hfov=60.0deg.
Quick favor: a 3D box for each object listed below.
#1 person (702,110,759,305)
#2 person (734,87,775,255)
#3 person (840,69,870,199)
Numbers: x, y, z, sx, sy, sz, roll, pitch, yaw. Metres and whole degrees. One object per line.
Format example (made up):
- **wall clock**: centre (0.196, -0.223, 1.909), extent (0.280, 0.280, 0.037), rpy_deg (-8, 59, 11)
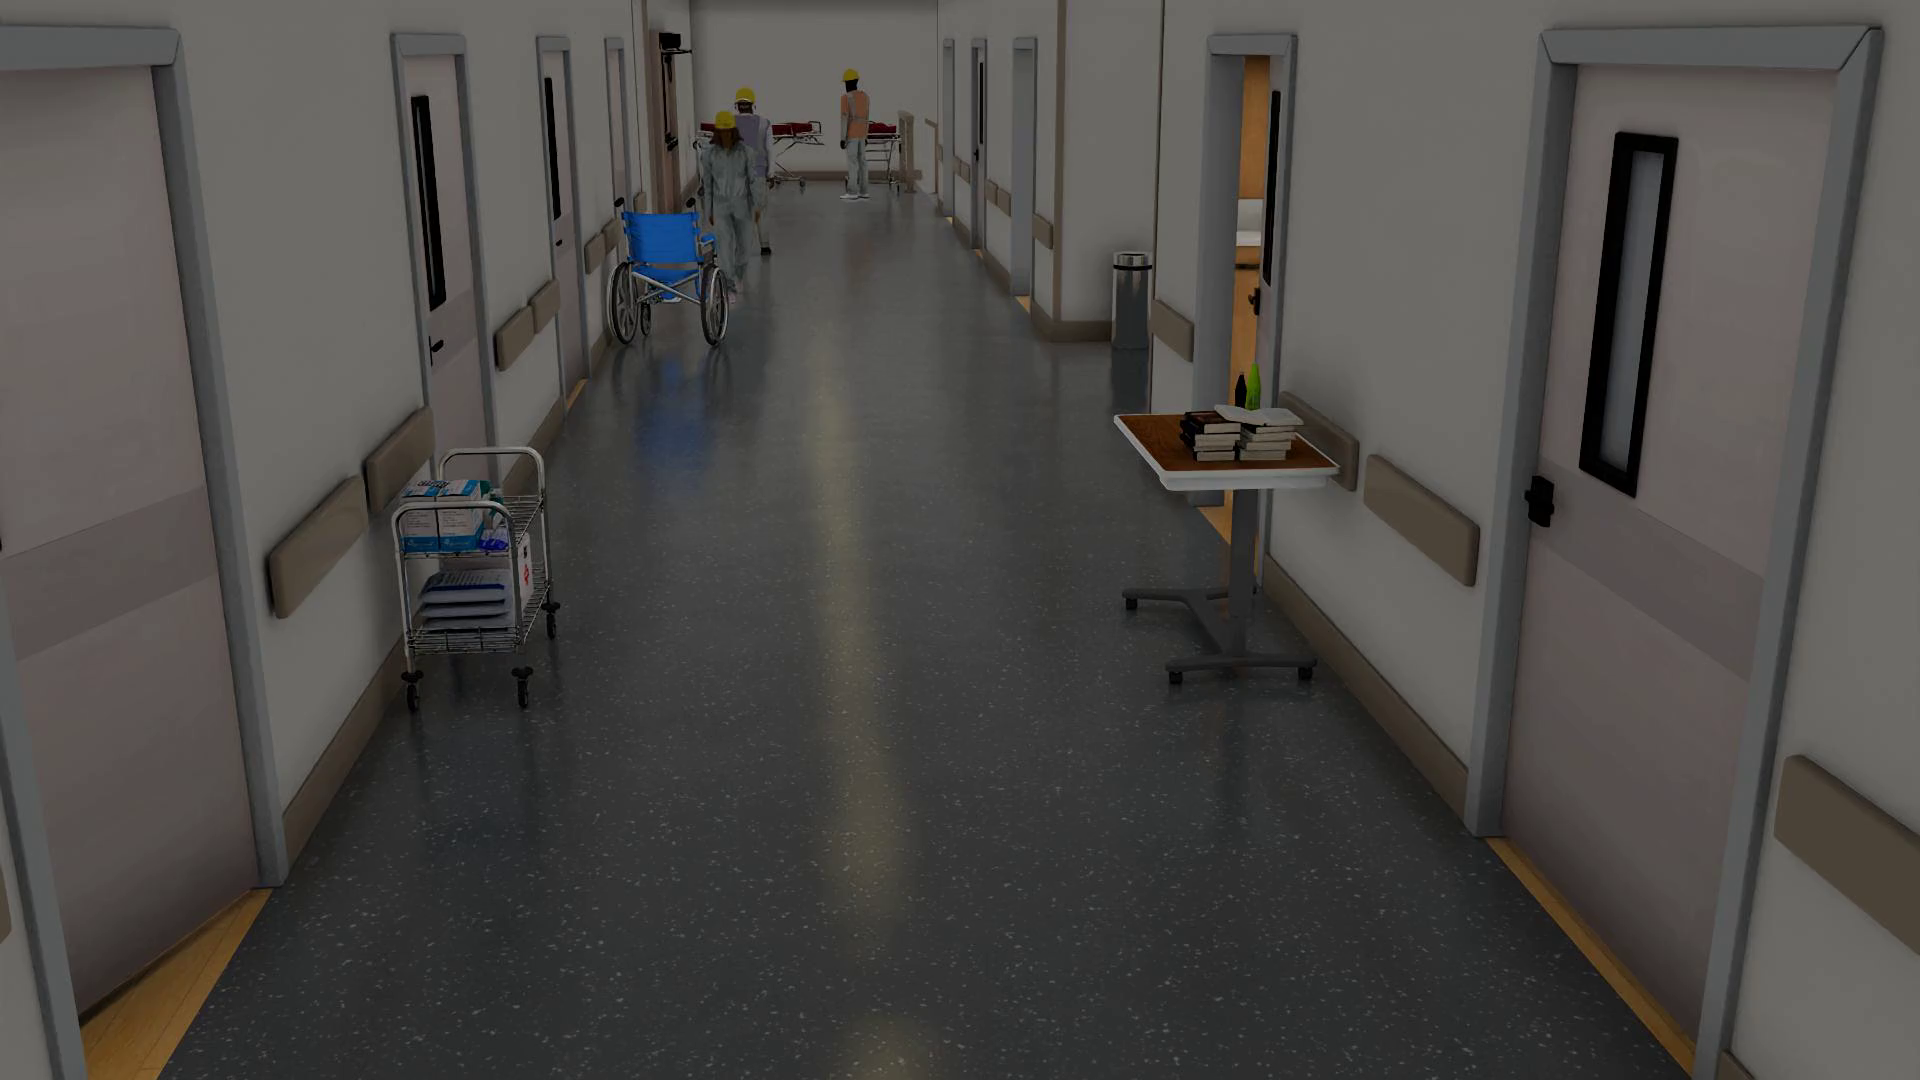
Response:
- **person**: centre (-2.098, -3.057, 15.224), extent (0.493, 1.722, 0.757), rpy_deg (-4, 17, -13)
- **person**: centre (-2.343, -4.066, 18.401), extent (0.600, 1.827, 0.403), rpy_deg (-2, 17, -8)
- **person**: centre (-1.604, -6.116, 25.104), extent (0.397, 1.920, 0.586), rpy_deg (12, 21, 36)
